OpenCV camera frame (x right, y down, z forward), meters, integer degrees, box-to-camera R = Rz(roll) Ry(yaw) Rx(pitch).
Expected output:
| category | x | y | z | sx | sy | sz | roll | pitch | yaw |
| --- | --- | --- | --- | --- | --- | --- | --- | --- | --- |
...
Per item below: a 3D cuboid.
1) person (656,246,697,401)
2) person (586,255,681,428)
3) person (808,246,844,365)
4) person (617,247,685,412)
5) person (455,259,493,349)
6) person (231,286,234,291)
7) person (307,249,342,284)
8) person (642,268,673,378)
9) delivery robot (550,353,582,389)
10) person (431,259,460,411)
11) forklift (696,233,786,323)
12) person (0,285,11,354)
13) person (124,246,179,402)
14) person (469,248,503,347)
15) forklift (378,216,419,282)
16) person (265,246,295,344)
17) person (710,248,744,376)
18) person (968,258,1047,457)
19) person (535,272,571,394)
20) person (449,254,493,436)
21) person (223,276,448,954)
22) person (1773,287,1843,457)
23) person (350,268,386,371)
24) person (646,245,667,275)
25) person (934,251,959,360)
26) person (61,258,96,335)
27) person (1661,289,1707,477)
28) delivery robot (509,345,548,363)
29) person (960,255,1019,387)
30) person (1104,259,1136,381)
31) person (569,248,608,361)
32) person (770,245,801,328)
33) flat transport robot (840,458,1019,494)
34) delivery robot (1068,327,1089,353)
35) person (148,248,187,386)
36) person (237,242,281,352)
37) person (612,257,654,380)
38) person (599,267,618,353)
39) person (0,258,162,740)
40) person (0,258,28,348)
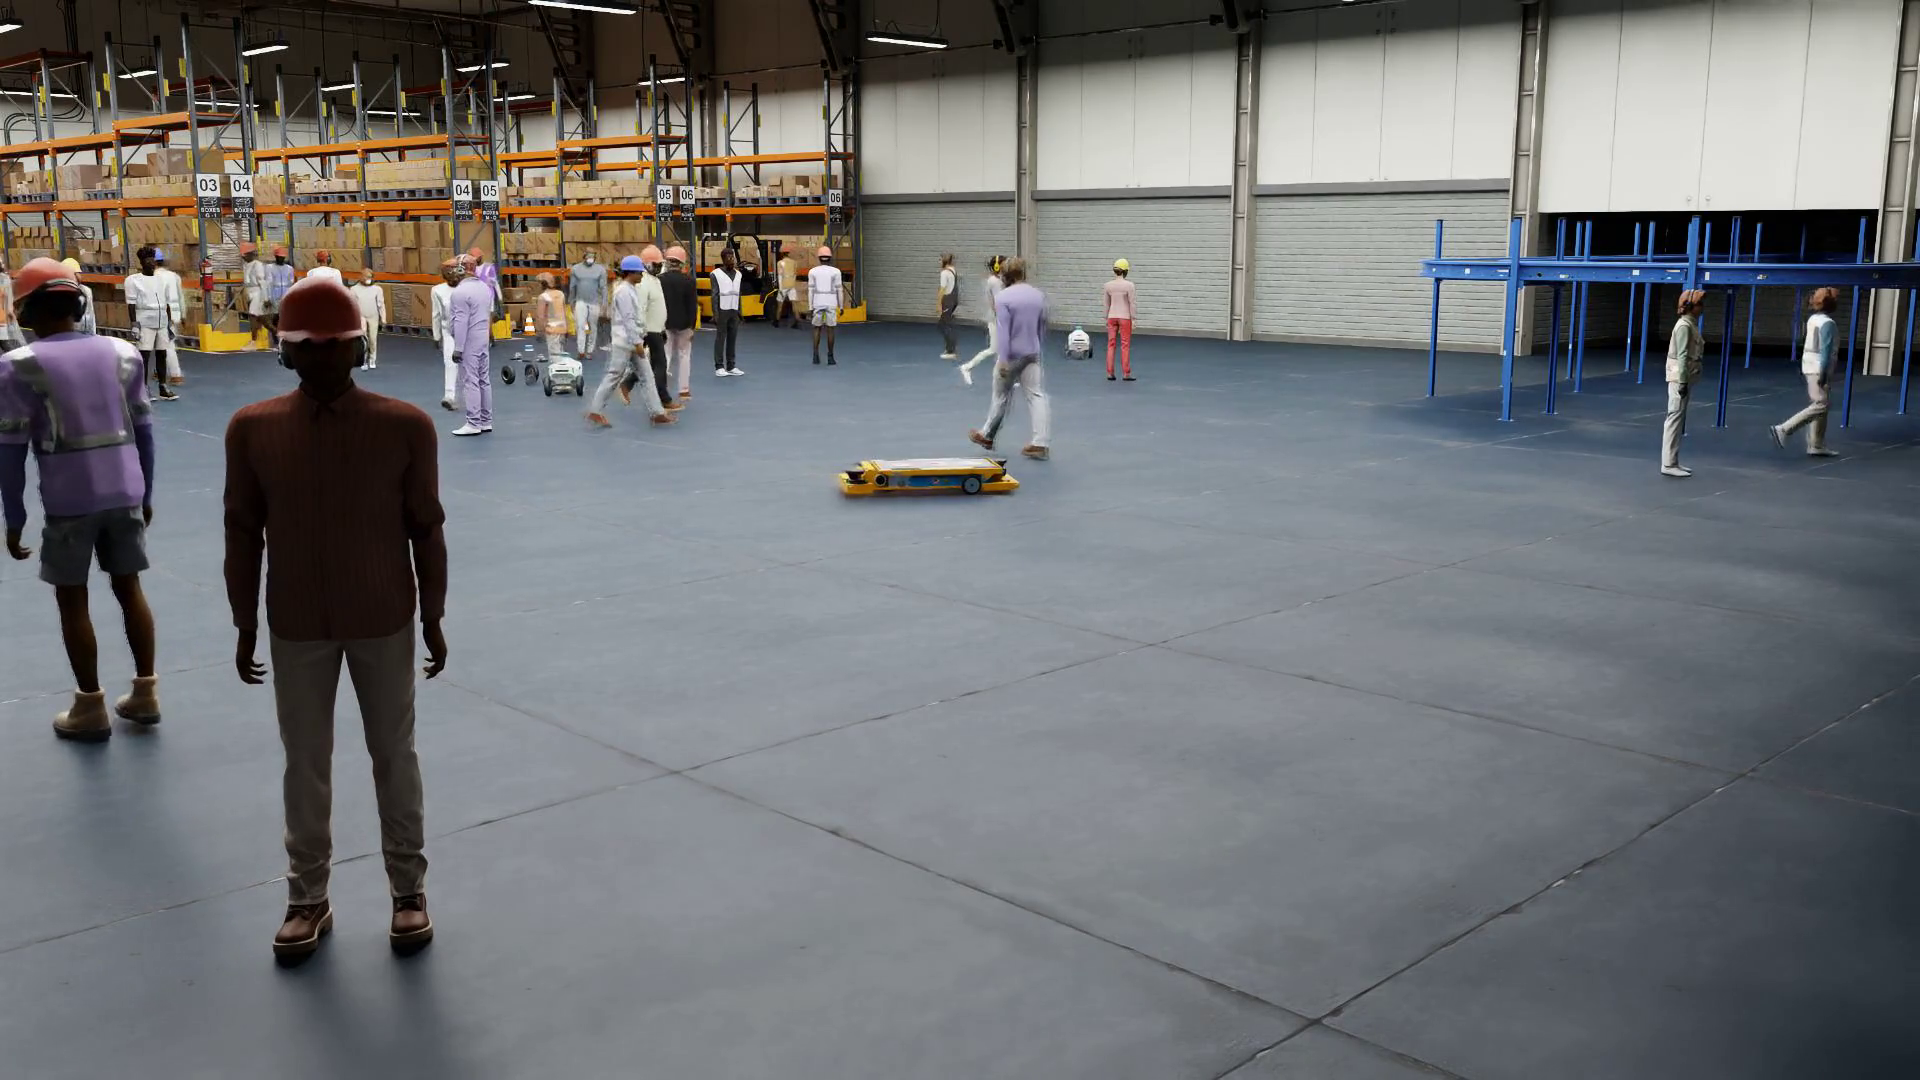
| category | x | y | z | sx | sy | sz | roll | pitch | yaw |
| --- | --- | --- | --- | --- | --- | --- | --- | --- | --- |
| person | -3.656 | -2.758 | 21.232 | 0.610 | 1.979 | 0.726 | 1 | 10 | 6 |
| person | -3.668 | -2.175 | 18.308 | 1.013 | 1.900 | 0.620 | 1 | 10 | 3 |
| person | -2.213 | -3.860 | 27.389 | 0.561 | 1.931 | 0.391 | 1 | 10 | 5 |
| person | -3.772 | -2.543 | 20.082 | 0.797 | 1.976 | 0.620 | 0 | 10 | 2 |
| person | -8.780 | -4.138 | 29.460 | 0.879 | 1.715 | 0.540 | -1 | 10 | -7 |
| person | -20.171 | -7.269 | 46.125 | 0.827 | 1.888 | 0.596 | 6 | 12 | 31 |
| person | -10.165 | -3.719 | 26.744 | 0.576 | 1.882 | 0.355 | 0 | 10 | 3 |
| person | -4.521 | -3.294 | 24.616 | 0.744 | 1.813 | 0.655 | 0 | 10 | 1 |
| delivery robot | -5.282 | -2.266 | 22.293 | 0.477 | 0.478 | 0.707 | -1 | 11 | -5 |
| person | -6.081 | -2.485 | 20.184 | 0.614 | 1.812 | 1.063 | -2 | 11 | -13 |
| forklift | -5.496 | -6.489 | 41.108 | 2.313 | 2.155 | 1.214 | -10 | 14 | -44 |
| person | -14.381 | -3.241 | 24.715 | 0.493 | 1.705 | 0.557 | 2 | 11 | 13 |
| person | -10.351 | -2.765 | 21.308 | 0.367 | 1.966 | 0.607 | 6 | 12 | 28 |
| person | -9.006 | -4.568 | 31.397 | 0.619 | 1.869 | 0.953 | 1 | 10 | 7 |
| forklift | -17.868 | -9.201 | 54.028 | 1.873 | 2.768 | 1.129 | -10 | 14 | -44 |
| person | -13.232 | -4.768 | 32.398 | 0.541 | 1.909 | 0.926 | -6 | 12 | -30 |
| person | -3.535 | -3.451 | 25.180 | 0.371 | 1.916 | 0.597 | 8 | 13 | 38 |
| person | 0.491 | -1.761 | 16.051 | 0.662 | 1.879 | 1.028 | -9 | 14 | -40 |
| person | -5.499 | -2.759 | 22.214 | 0.681 | 1.609 | 0.532 | 4 | 11 | 23 |
| person | -5.230 | -2.077 | 17.723 | 0.408 | 1.908 | 0.645 | 2 | 11 | 11 |
| person | -1.830 | 0.229 | 4.907 | 0.622 | 1.992 | 0.388 | -2 | 11 | -12 |
| person | 8.158 | -1.604 | 15.919 | 0.568 | 1.621 | 0.520 | 2 | 11 | 10 |
| person | -9.376 | -3.495 | 26.292 | 0.547 | 1.596 | 0.757 | -4 | 11 | -22 |
| person | -5.342 | -4.173 | 29.064 | 0.372 | 1.939 | 0.544 | 5 | 12 | 26 |
| person | -0.262 | -4.004 | 28.442 | 0.507 | 1.830 | 0.526 | 4 | 11 | 19 |
| person | -10.768 | -2.505 | 20.253 | 0.404 | 1.833 | 0.588 | 5 | 11 | 25 |
| person | 6.386 | -1.386 | 14.679 | 0.312 | 1.639 | 0.520 | 5 | 12 | 26 |
| delivery robot | -6.169 | -2.675 | 23.823 | 0.698 | 0.223 | 0.335 | 8 | 13 | 37 |
| person | 0.421 | -3.055 | 23.236 | 0.749 | 1.848 | 0.517 | 2 | 11 | 9 |
| person | 2.349 | -3.224 | 24.358 | 0.523 | 1.769 | 0.314 | 7 | 12 | 33 |
| person | -6.281 | -3.975 | 28.113 | 0.649 | 1.887 | 1.006 | -2 | 11 | -8 |
| person | -3.967 | -5.782 | 37.985 | 0.544 | 1.892 | 1.010 | -8 | 13 | -36 |
| flat transport robot | -0.267 | -0.545 | 13.945 | 1.431 | 0.197 | 0.652 | -2 | 11 | -9 |
| delivery robot | 2.048 | -3.439 | 28.697 | 0.477 | 0.478 | 0.707 | 0 | 10 | 2 |
| person | -11.388 | -3.155 | 23.567 | 0.909 | 1.909 | 0.644 | 4 | 11 | 23 |
| person | -12.824 | -4.465 | 30.514 | 0.886 | 2.004 | 0.670 | -10 | 15 | -44 |
| person | -4.609 | -3.124 | 23.698 | 0.639 | 1.810 | 0.751 | 10 | 14 | 43 |
| person | -6.092 | -4.233 | 30.182 | 0.893 | 1.652 | 0.546 | -1 | 10 | -5 |
| person | -3.729 | -0.172 | 7.030 | 0.486 | 2.013 | 0.629 | 8 | 13 | 38 |
| person | -15.968 | -3.844 | 27.737 | 0.598 | 1.765 | 0.902 | 2 | 11 | 13 |
